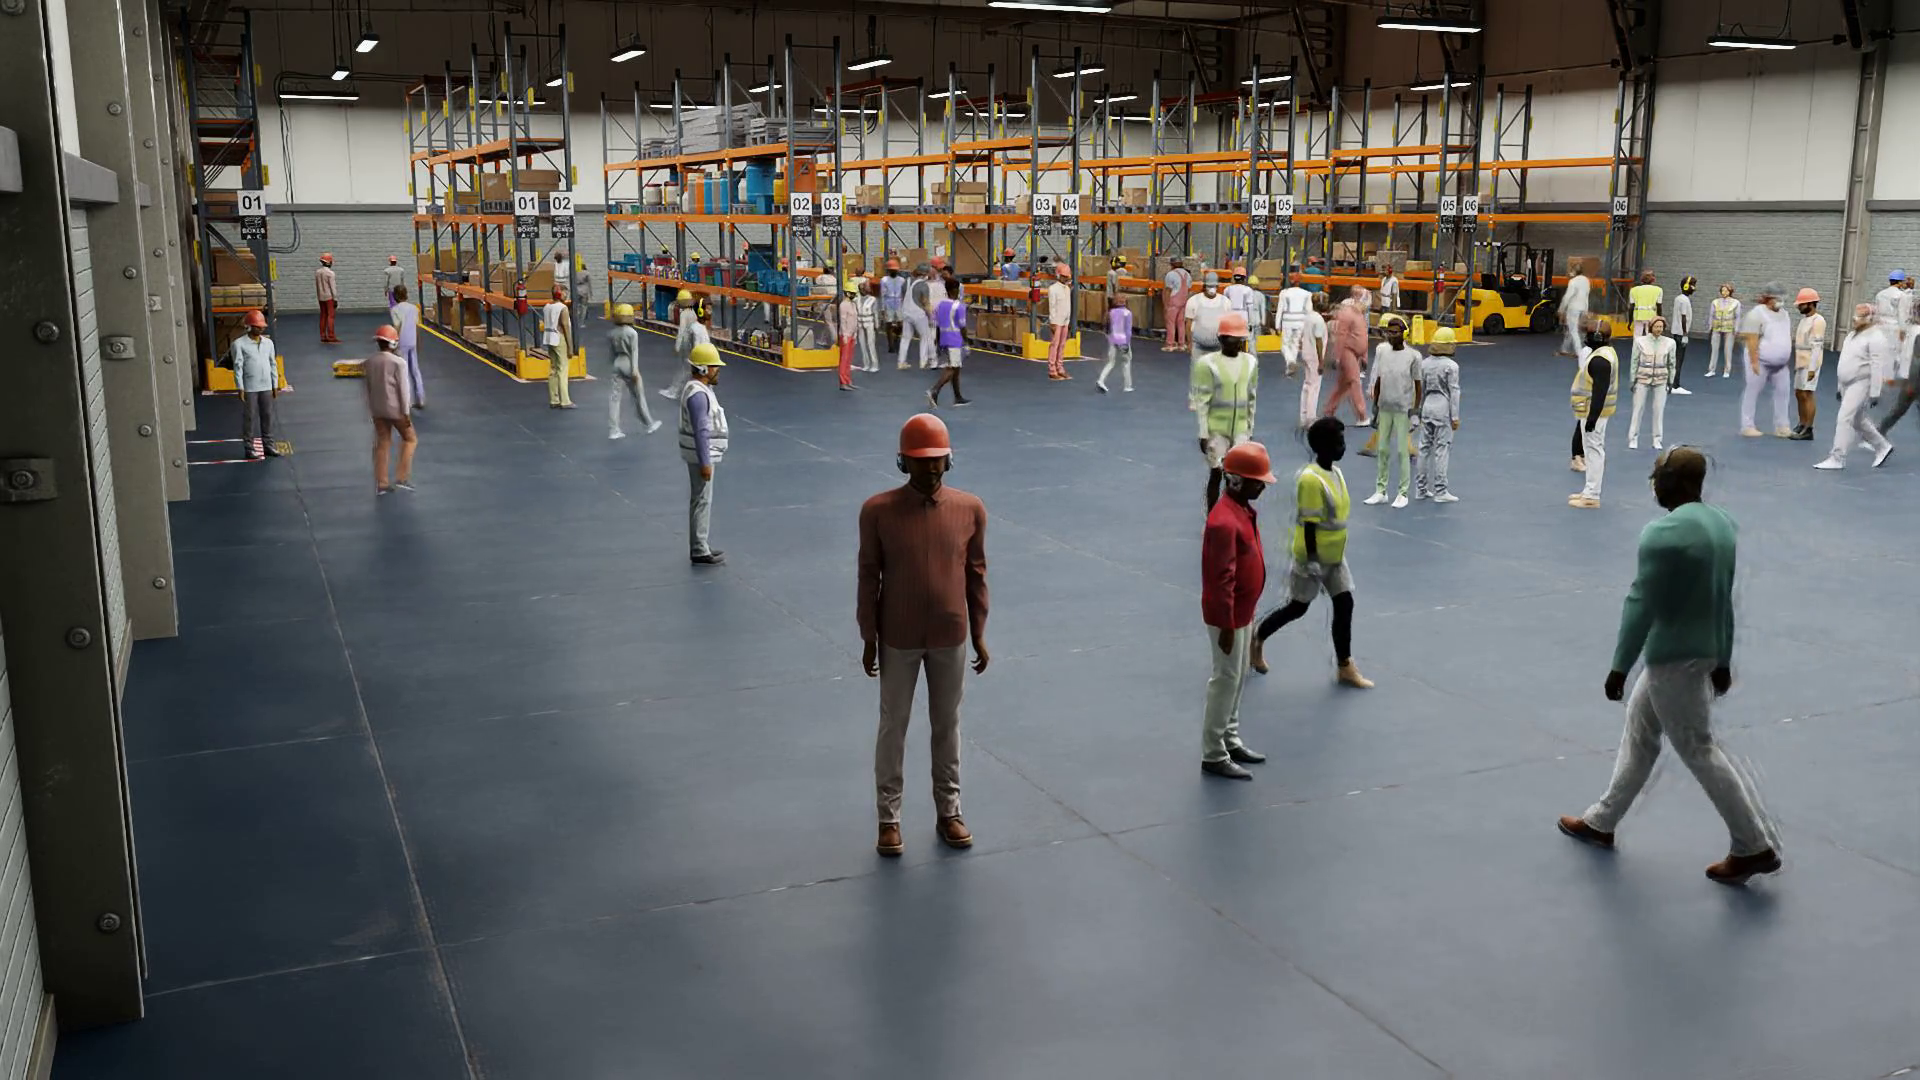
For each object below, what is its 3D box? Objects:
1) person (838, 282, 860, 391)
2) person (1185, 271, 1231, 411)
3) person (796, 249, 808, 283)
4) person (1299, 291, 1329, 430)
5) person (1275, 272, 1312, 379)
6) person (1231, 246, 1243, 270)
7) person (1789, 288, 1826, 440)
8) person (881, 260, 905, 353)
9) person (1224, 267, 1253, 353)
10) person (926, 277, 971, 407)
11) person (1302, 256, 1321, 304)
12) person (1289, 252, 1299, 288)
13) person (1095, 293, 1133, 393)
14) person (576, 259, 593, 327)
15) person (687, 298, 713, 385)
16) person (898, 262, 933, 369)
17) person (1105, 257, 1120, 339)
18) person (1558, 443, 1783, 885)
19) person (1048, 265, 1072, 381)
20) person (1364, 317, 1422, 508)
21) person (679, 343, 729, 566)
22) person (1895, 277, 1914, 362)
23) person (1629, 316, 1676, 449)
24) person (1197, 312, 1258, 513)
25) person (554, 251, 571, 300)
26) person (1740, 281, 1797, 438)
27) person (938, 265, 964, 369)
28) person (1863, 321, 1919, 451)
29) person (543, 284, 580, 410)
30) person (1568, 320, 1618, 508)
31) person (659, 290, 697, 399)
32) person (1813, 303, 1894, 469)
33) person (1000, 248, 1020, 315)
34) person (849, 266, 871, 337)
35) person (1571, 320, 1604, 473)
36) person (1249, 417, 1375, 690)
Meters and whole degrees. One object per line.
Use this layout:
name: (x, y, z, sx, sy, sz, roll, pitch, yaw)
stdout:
person: (-1.803, -3.324, 27.135, 0.329, 1.765, 0.525, 4, 12, 18)
person: (3.622, -2.893, 24.232, 0.687, 2.000, 0.536, 0, 11, -2)
person: (-5.056, -8.280, 52.381, 0.574, 1.739, 0.349, -3, 11, -13)
person: (4.723, -2.379, 22.122, 0.328, 1.842, 0.516, -1, 11, -6)
person: (5.770, -3.688, 28.709, 0.626, 1.866, 0.579, -1, 11, -5)
person: (8.642, -8.186, 51.641, 0.430, 1.845, 0.619, -2, 11, -10)
person: (10.759, -2.234, 21.189, 0.383, 1.926, 0.550, 1, 11, 5)
person: (-1.370, -4.817, 34.335, 0.549, 1.925, 0.403, -3, 12, -16)
person: (4.936, -3.869, 29.479, 0.541, 1.929, 0.373, 5, 12, 25)
person: (-0.169, -2.917, 24.617, 0.870, 1.939, 0.608, -8, 14, -35)
person: (9.388, -6.697, 44.334, 0.576, 1.738, 0.579, -6, 13, -28)
person: (9.438, -7.253, 47.046, 0.460, 1.787, 0.646, 3, 11, 14)
person: (2.505, -3.150, 26.632, 0.712, 1.608, 0.520, -11, 16, -44)
person: (-9.577, -6.281, 42.261, 0.515, 1.711, 0.767, 0, 11, 1)
person: (-3.152, -2.017, 20.265, 0.329, 1.860, 0.505, 0, 11, -1)
person: (-0.785, -4.148, 30.611, 0.543, 2.000, 0.699, -10, 15, -42)
person: (3.520, -5.549, 38.186, 0.329, 1.865, 0.513, -1, 11, -7)
person: (3.185, 0.529, 7.282, 0.702, 1.882, 0.995, -11, 15, -43)
person: (1.745, -3.759, 28.771, 0.392, 1.988, 0.608, 7, 13, 33)
person: (4.263, -1.251, 16.326, 0.534, 1.869, 0.315, 11, 15, 43)
person: (-2.094, -0.697, 13.640, 0.404, 1.824, 0.585, -1, 11, -7)
person: (18.357, -4.288, 32.339, 0.307, 1.644, 0.514, 3, 12, 16)
person: (8.466, -1.920, 20.344, 0.518, 1.633, 0.313, 3, 12, 15)
person: (2.339, -0.968, 14.499, 0.607, 2.025, 0.444, -4, 12, -18)
person: (-10.755, -6.896, 45.035, 0.604, 1.864, 0.609, 2, 11, 11)
person: (10.398, -2.305, 21.243, 0.700, 2.000, 0.756, -4, 12, -19)
person: (-0.188, -4.139, 30.917, 0.592, 1.908, 0.400, 8, 14, 35)
person: (11.361, -1.921, 19.780, 0.974, 1.870, 0.588, 5, 12, 22)
person: (-5.914, -2.838, 24.470, 0.563, 1.838, 0.391, 10, 15, 43)
person: (6.207, -1.237, 16.325, 0.429, 1.842, 0.633, 5, 12, 22)
person: (-4.232, -2.980, 25.533, 0.889, 1.689, 0.508, 2, 11, 10)
person: (10.132, -1.723, 18.688, 0.879, 1.877, 0.646, 0, 11, 2)
person: (1.163, -5.886, 39.430, 0.364, 2.048, 0.608, 8, 14, 36)
person: (-2.329, -5.559, 38.807, 0.521, 1.639, 0.311, 1, 11, 7)
person: (7.050, -1.610, 18.581, 0.319, 1.698, 0.538, 9, 14, 38)
person: (2.132, 0.066, 10.154, 0.815, 1.673, 0.531, 8, 14, 35)
